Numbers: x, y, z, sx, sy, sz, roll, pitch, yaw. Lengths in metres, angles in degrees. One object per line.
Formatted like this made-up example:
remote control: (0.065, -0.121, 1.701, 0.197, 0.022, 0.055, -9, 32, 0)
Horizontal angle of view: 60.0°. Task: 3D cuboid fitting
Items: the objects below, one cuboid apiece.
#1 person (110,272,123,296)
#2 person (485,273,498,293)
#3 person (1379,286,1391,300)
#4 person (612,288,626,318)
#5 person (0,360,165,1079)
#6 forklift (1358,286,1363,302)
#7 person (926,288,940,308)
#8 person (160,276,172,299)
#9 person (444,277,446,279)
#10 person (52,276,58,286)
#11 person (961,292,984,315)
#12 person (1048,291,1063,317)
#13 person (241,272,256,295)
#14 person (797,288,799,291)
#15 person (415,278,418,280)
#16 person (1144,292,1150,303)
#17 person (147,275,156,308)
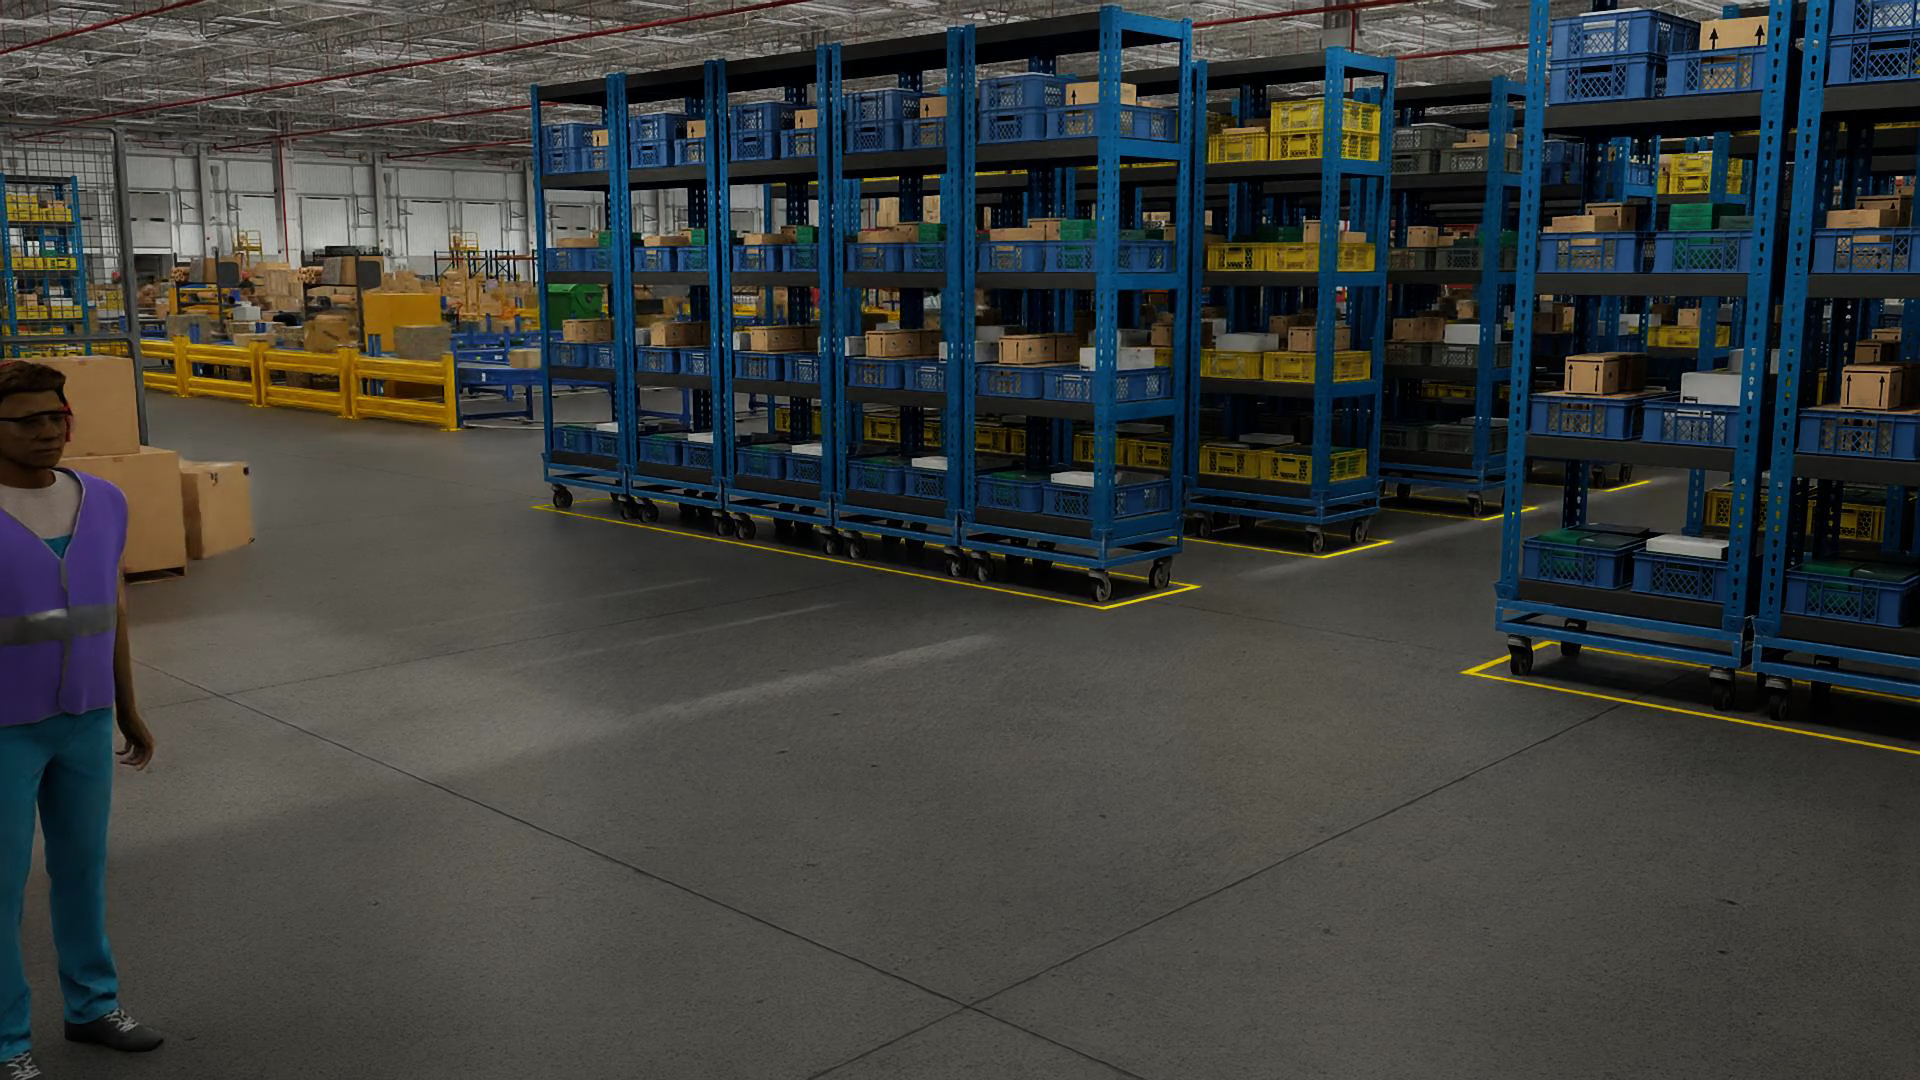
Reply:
person: (-24.517, -6.815, 48.467, 1.042, 1.989, 0.628, -4, 10, -25)
person: (-22.184, -11.699, 78.735, 0.600, 1.870, 1.015, -3, 10, -19)
person: (12.105, -6.661, 47.756, 0.676, 1.920, 0.638, 9, 13, 43)
person: (-8.285, -5.464, 40.861, 0.533, 1.765, 0.331, 1, 9, 5)
person: (-2.348, 0.467, 4.236, 0.392, 1.847, 0.563, 5, 10, 26)
forklift: (11.100, -7.017, 46.970, 1.873, 2.768, 1.129, 9, 13, 43)
person: (-0.628, -5.707, 42.600, 0.538, 1.670, 0.571, 9, 13, 43)
person: (-36.256, -11.172, 75.954, 0.326, 1.733, 0.487, 8, 12, 40)
person: (-24.690, -11.834, 80.124, 0.315, 1.696, 0.540, 3, 10, 20)
person: (-40.728, -11.073, 74.808, 0.987, 1.899, 0.646, 0, 9, -3)
person: (0.161, -2.511, 22.417, 0.881, 1.875, 0.651, -7, 12, -38)
person: (1.410, -2.984, 25.560, 0.618, 1.795, 0.459, -8, 12, -40)
person: (-27.025, -9.224, 63.276, 0.471, 1.967, 0.642, 5, 11, 30)
person: (-7.834, -12.059, 80.817, 0.995, 1.910, 0.631, -2, 9, -12)
person: (-30.148, -13.840, 91.742, 0.510, 1.915, 0.581, 6, 11, 34)
person: (7.035, -9.022, 62.883, 0.319, 1.697, 0.532, 1, 9, 4)
person: (-27.711, -8.170, 57.177, 0.493, 1.852, 0.565, -2, 10, -14)
